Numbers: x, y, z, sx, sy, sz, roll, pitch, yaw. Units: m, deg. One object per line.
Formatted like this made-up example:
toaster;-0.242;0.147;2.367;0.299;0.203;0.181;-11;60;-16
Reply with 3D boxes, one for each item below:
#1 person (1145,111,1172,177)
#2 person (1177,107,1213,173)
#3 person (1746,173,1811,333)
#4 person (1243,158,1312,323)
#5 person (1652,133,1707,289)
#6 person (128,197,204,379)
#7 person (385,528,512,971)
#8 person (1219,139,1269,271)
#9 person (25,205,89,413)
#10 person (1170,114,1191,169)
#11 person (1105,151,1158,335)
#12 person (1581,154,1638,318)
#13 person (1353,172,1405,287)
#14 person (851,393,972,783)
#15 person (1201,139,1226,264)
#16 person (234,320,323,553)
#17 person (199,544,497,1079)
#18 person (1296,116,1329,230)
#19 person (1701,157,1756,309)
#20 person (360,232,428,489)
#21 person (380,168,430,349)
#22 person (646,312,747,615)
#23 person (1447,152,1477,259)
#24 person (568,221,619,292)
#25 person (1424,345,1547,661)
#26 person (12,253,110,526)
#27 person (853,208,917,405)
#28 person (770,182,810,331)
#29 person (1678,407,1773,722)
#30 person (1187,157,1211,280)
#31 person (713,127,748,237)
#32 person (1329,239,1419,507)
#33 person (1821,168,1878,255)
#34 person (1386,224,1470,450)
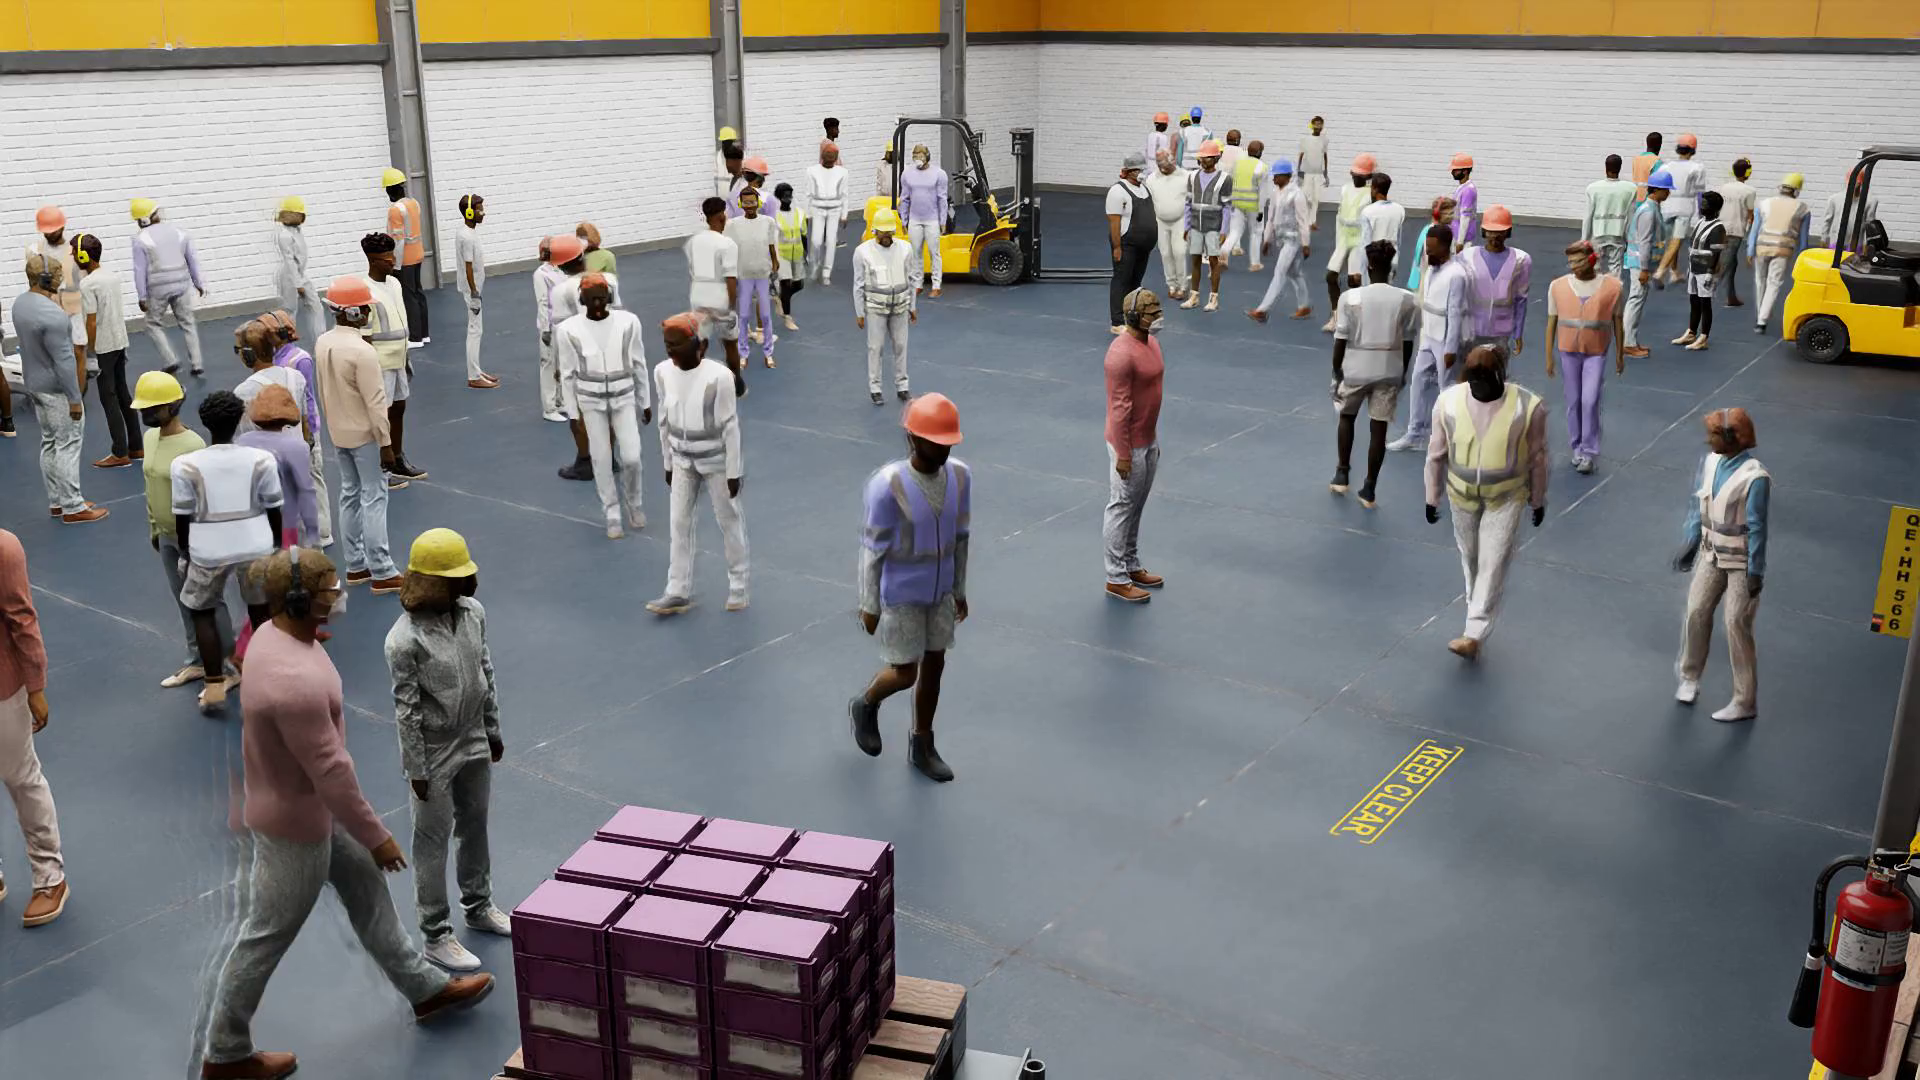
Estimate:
person;3.283;-6.079;27.438;0.373;1.934;0.551;-9;20;-25
person;4.041;-6.471;28.672;0.603;1.938;0.425;3;18;10
person;9.292;-3.267;18.916;0.605;1.767;0.972;13;22;35
person;3.758;-3.477;19.374;1.009;1.885;0.623;-6;19;-19
person;9.405;-4.322;21.851;1.031;2.008;0.604;-14;23;-38
person;-7.754;-2.468;16.371;0.437;1.802;0.781;11;21;31
person;-1.908;0.785;6.294;0.320;1.738;0.484;8;19;24
person;3.965;-4.629;23.098;0.633;1.816;0.766;15;23;39
person;-8.065;-2.099;15.044;0.575;1.902;0.717;-4;18;-13
person;3.996;-6.726;29.765;0.532;1.756;0.339;-2;18;-7
person;1.967;-3.336;18.691;0.537;2.000;0.678;14;22;36
person;7.653;-3.584;19.670;0.589;1.916;0.388;3;18;9
person;4.392;-2.871;17.439;0.596;1.915;0.373;-12;21;-33
person;-0.214;0.220;7.790;0.553;1.912;0.629;-14;22;-37
person;3.647;-4.872;23.942;0.312;1.769;0.525;16;24;41
person;-3.997;-0.370;9.732;0.346;1.845;0.505;6;19;19
person;-2.179;0.931;5.604;1.020;1.888;0.635;-6;19;-19
person;5.812;-6.052;27.509;0.608;1.861;0.346;-3;18;-8
person;9.321;-3.704;20.178;0.932;1.839;0.499;-8;19;-23
person;-4.376;-1.366;12.673;0.373;1.958;0.598;3;18;8
person;-5.975;-3.022;17.903;0.373;1.921;0.585;1;18;3
person;-1.574;-0.434;9.950;0.579;1.860;0.687;8;19;23
person;5.909;-3.610;19.732;0.389;1.930;0.544;3;18;8
person;-3.501;-2.230;15.897;0.508;1.629;0.277;4;18;12
person;2.942;-0.226;9.404;0.653;1.778;0.925;11;21;30
person;-6.372;-1.051;11.736;0.636;1.928;0.383;14;23;38
person;-0.686;-2.152;15.356;0.605;1.816;0.403;-7;19;-20
person;-2.012;-3.261;19.046;0.533;1.674;0.608;-12;21;-33
person;3.962;0.112;8.581;0.375;1.619;0.550;-3;18;-10
person;3.285;-4.391;22.443;0.524;1.764;0.329;-5;18;-14
person;-3.340;-5.144;24.585;0.589;1.905;0.794;7;19;22
person;3.038;-1.243;12.302;0.614;1.936;0.667;2;18;6
person;10.739;-3.642;20.149;0.557;1.731;0.455;10;20;28
person;4.034;-1.647;13.671;0.866;1.886;0.642;-2;18;-7
